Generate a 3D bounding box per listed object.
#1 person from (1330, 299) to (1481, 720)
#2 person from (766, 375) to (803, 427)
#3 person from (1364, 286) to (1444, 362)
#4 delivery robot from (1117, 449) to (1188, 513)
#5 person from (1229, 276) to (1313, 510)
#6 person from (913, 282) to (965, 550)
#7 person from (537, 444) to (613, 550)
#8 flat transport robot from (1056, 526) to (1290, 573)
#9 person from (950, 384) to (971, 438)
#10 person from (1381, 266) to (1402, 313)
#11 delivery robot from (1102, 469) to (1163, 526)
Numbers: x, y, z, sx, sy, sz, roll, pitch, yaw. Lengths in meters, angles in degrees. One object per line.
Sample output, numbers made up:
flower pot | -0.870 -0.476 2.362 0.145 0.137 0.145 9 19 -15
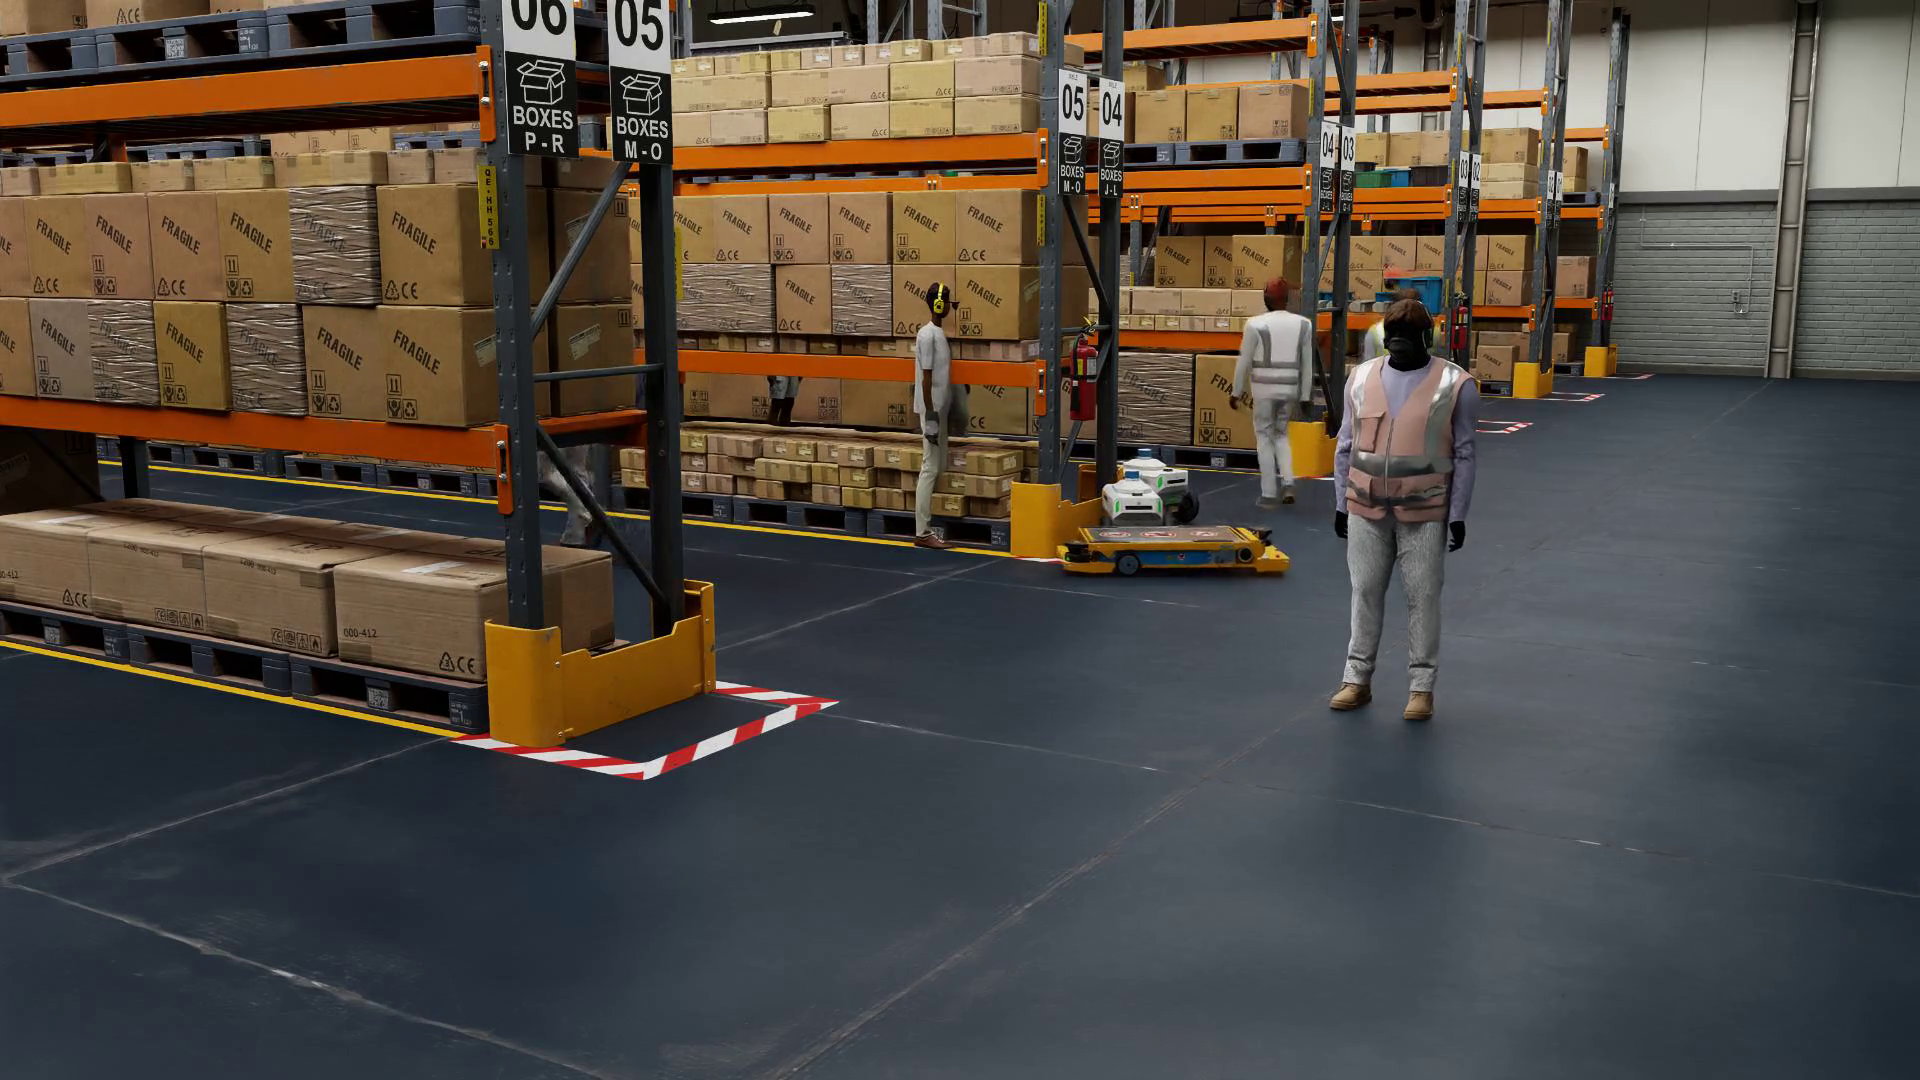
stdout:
person | 1.939 -0.132 7.343 0.621 1.845 0.429 6 11 30
person | -1.709 -1.715 16.333 0.367 1.932 0.551 5 11 25
person | 3.494 -1.111 13.185 0.626 1.808 0.874 2 10 10
delivery robot | 1.411 -0.456 12.723 0.477 0.478 0.707 -7 12 -36
person | 2.495 -1.174 13.347 0.596 1.872 0.452 -3 10 -16
person | -0.149 -0.862 11.571 0.333 1.860 0.510 2 10 13
person | -2.568 -0.812 11.076 0.592 1.927 0.626 6 11 31
flat transport robot | 1.371 0.054 10.842 1.431 0.197 0.652 0 10 -2
person | -0.083 -1.471 15.009 0.620 1.889 0.913 -5 11 -28
person | 6.239 -2.939 23.647 0.983 1.894 0.542 3 10 18
delivery robot | 1.186 -0.246 11.494 0.477 0.478 0.707 0 10 -2
